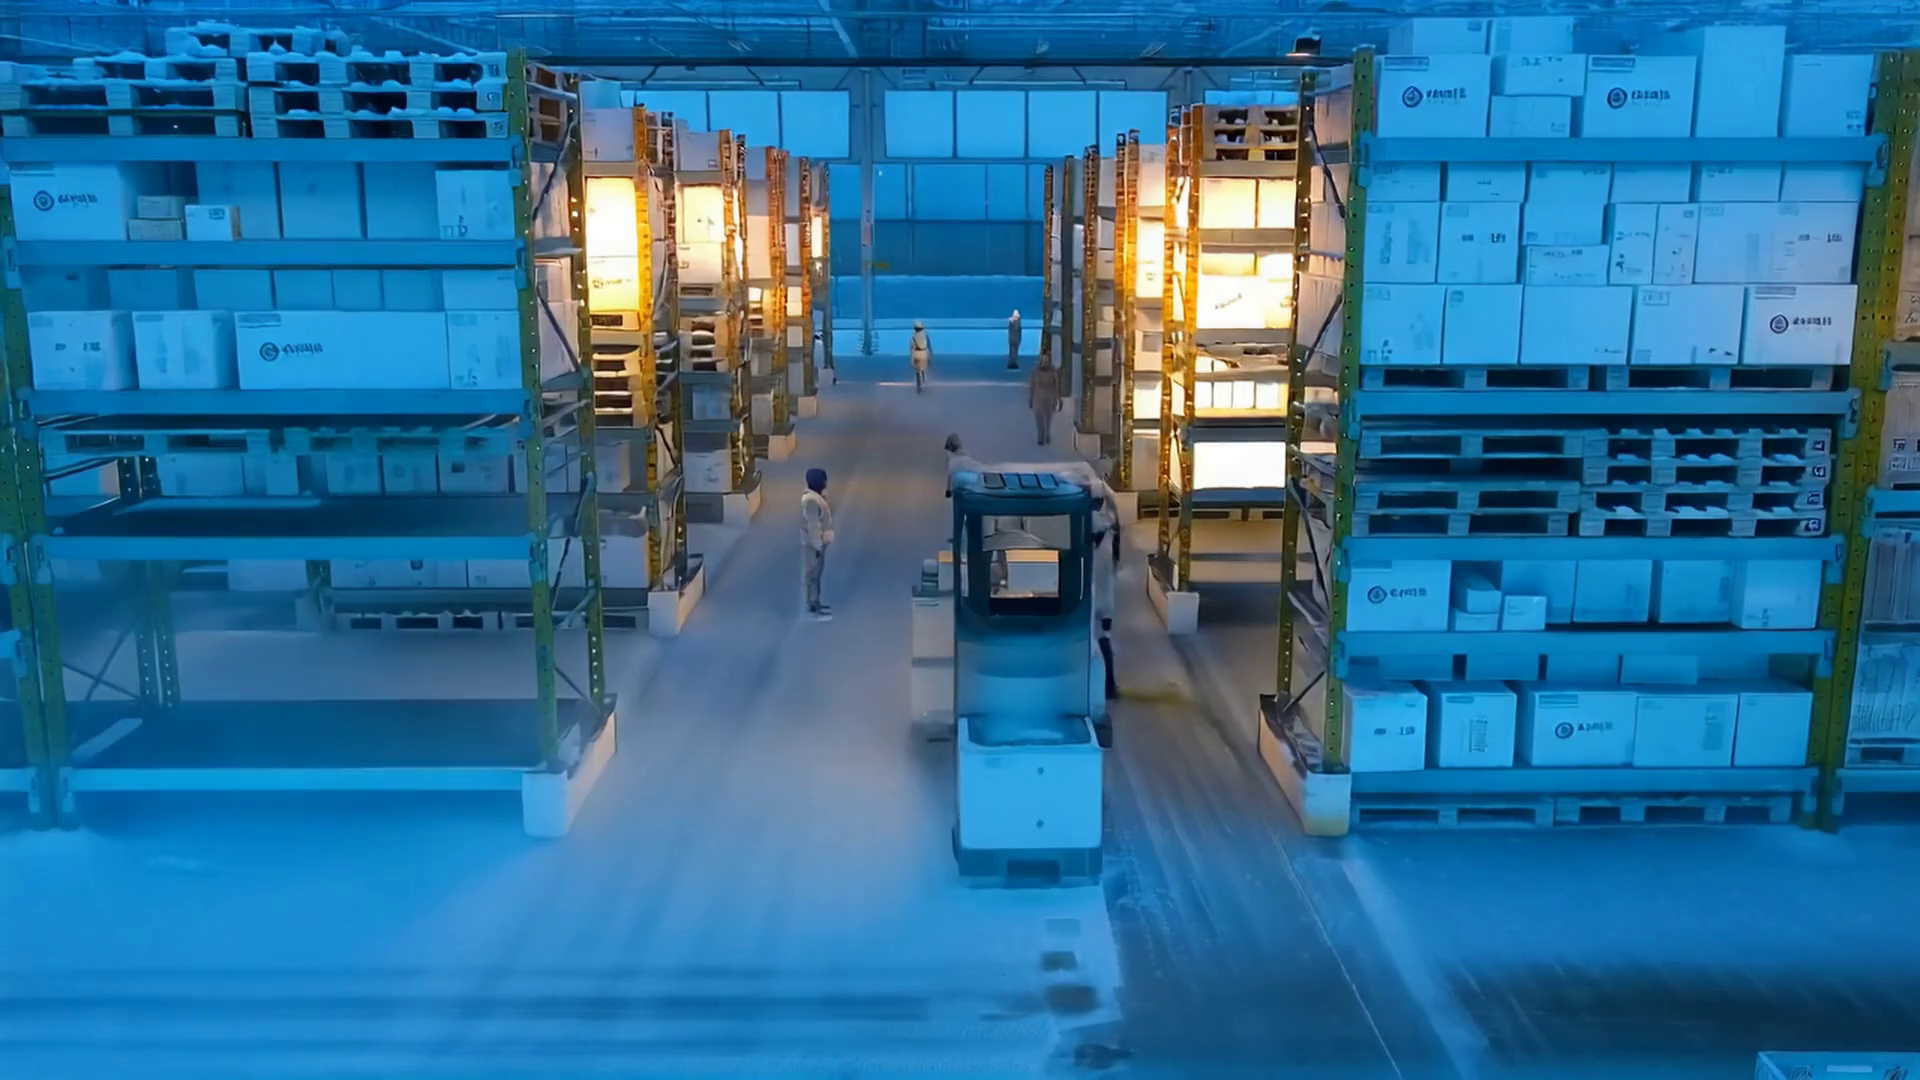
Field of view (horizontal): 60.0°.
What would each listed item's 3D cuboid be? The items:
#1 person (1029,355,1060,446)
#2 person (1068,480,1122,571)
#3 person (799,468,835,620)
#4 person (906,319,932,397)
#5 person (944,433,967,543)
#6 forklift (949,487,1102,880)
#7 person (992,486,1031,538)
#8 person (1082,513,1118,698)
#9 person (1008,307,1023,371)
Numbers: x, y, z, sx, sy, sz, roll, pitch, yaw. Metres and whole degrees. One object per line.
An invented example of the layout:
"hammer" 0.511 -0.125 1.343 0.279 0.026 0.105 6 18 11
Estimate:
"person" 1.765 -2.949 34.807 0.650 1.884 0.787 0 11 1
"person" 1.579 0.179 19.481 0.609 1.809 0.444 -1 11 -4
"person" -1.721 0.033 20.119 0.429 1.842 0.635 -1 11 -4
"person" -1.096 -4.779 43.552 0.617 2.011 0.872 -4 12 -19
"person" -0.068 -0.764 24.585 0.283 1.634 0.498 5 13 25
"forklift" 0.495 0.986 12.813 1.129 2.768 1.873 0 11 -2
"person" 0.646 0.065 20.363 0.533 1.682 0.450 -6 13 -27
"person" 1.320 0.677 16.716 0.647 1.919 0.544 1 11 4
"person" 1.690 -6.062 50.176 0.401 1.904 0.649 -5 12 -23
